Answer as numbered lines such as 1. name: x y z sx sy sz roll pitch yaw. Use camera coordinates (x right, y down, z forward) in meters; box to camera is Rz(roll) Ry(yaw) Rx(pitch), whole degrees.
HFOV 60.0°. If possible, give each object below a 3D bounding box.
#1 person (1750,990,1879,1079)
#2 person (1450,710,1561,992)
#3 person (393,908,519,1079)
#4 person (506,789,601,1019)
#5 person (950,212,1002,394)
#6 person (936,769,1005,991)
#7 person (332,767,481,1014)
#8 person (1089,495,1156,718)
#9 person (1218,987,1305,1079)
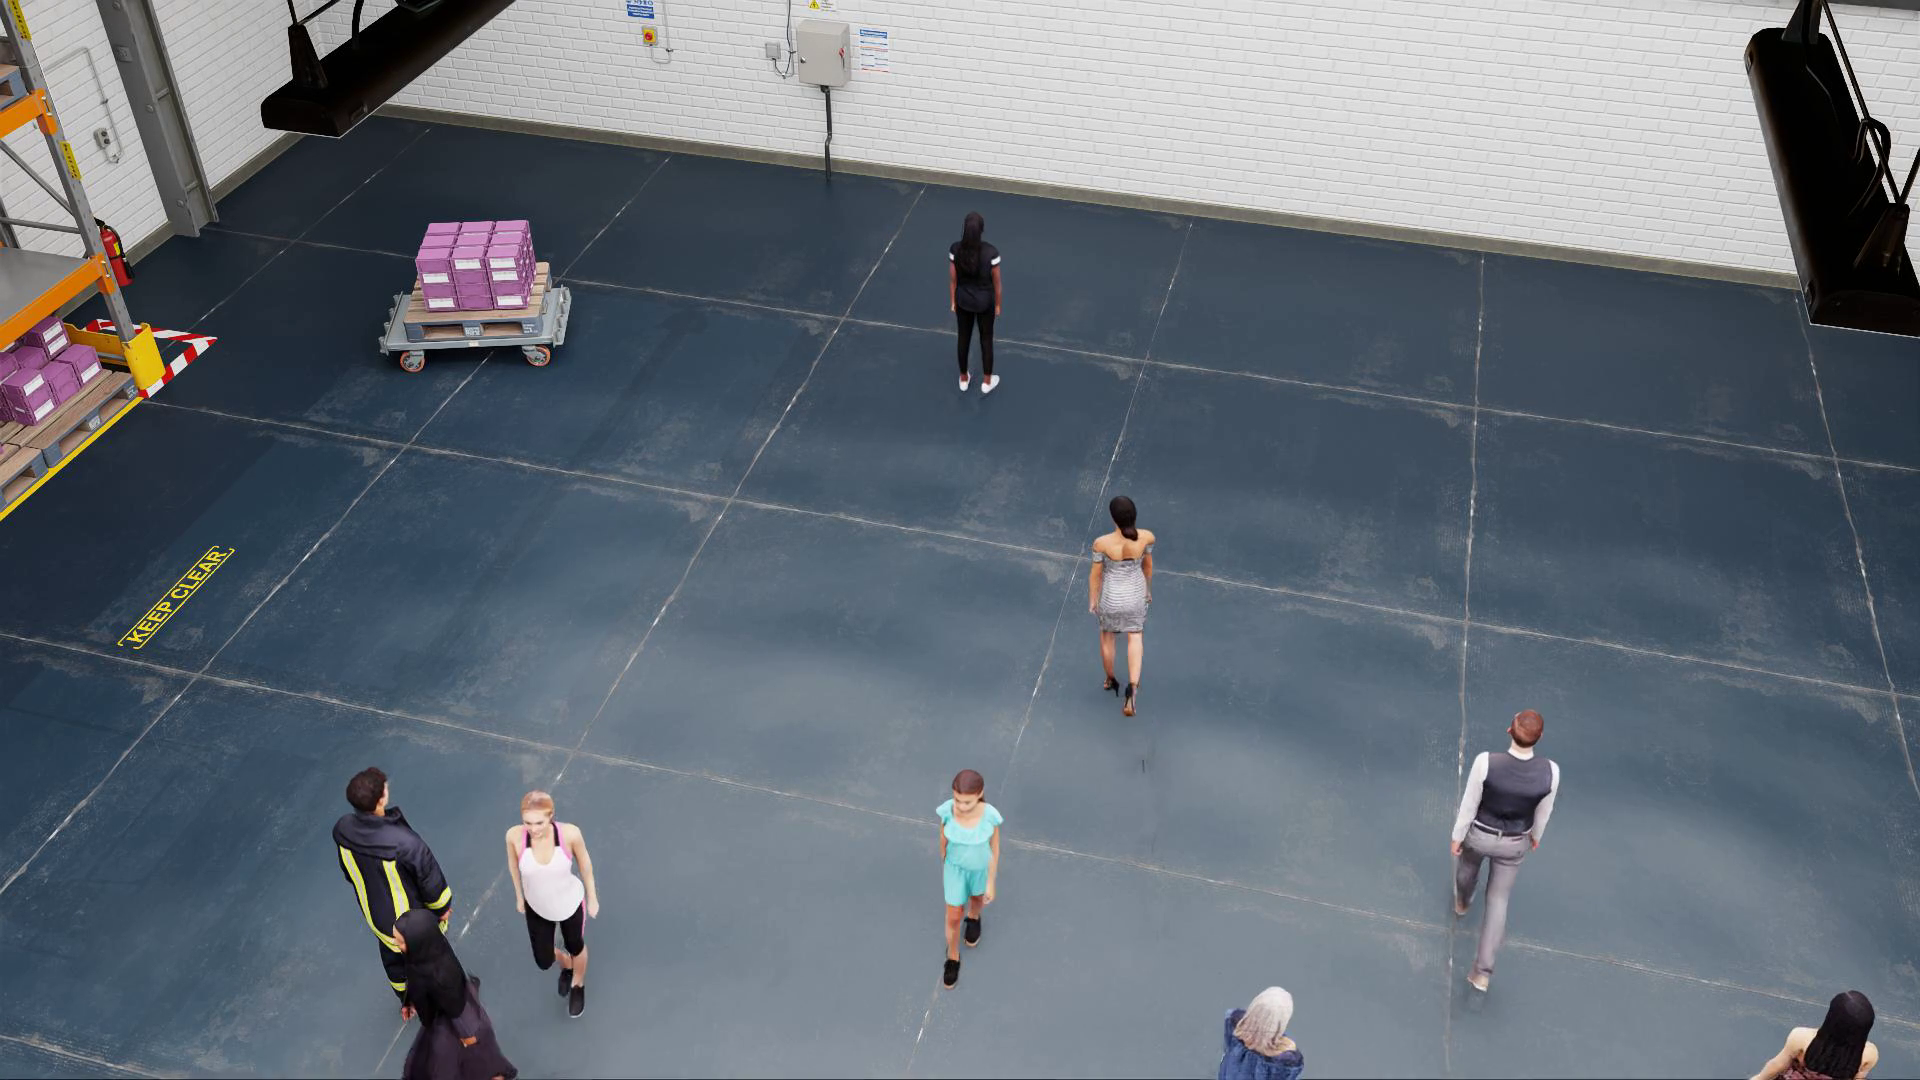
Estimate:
1. person: 4.240 2.861 8.412 0.673 1.763 0.850 5 39 6
2. person: 3.119 1.789 9.633 0.652 1.914 1.189 10 40 12
3. person: -2.697 2.499 8.989 0.946 1.609 0.892 -19 42 -22
4. person: -2.289 1.994 9.481 0.713 1.783 0.729 -1 39 -2
5. person: 0.134 -2.094 14.641 0.605 1.730 0.547 9 39 11
6. person: 0.079 1.862 9.845 0.610 1.535 0.867 4 39 6
7. person: -3.147 2.011 9.344 0.788 1.927 0.671 12 40 15
8. person: 1.126 0.481 11.356 0.806 1.808 0.968 -5 39 -6
9. person: 1.422 2.883 8.459 0.870 1.669 1.165 23 44 26
